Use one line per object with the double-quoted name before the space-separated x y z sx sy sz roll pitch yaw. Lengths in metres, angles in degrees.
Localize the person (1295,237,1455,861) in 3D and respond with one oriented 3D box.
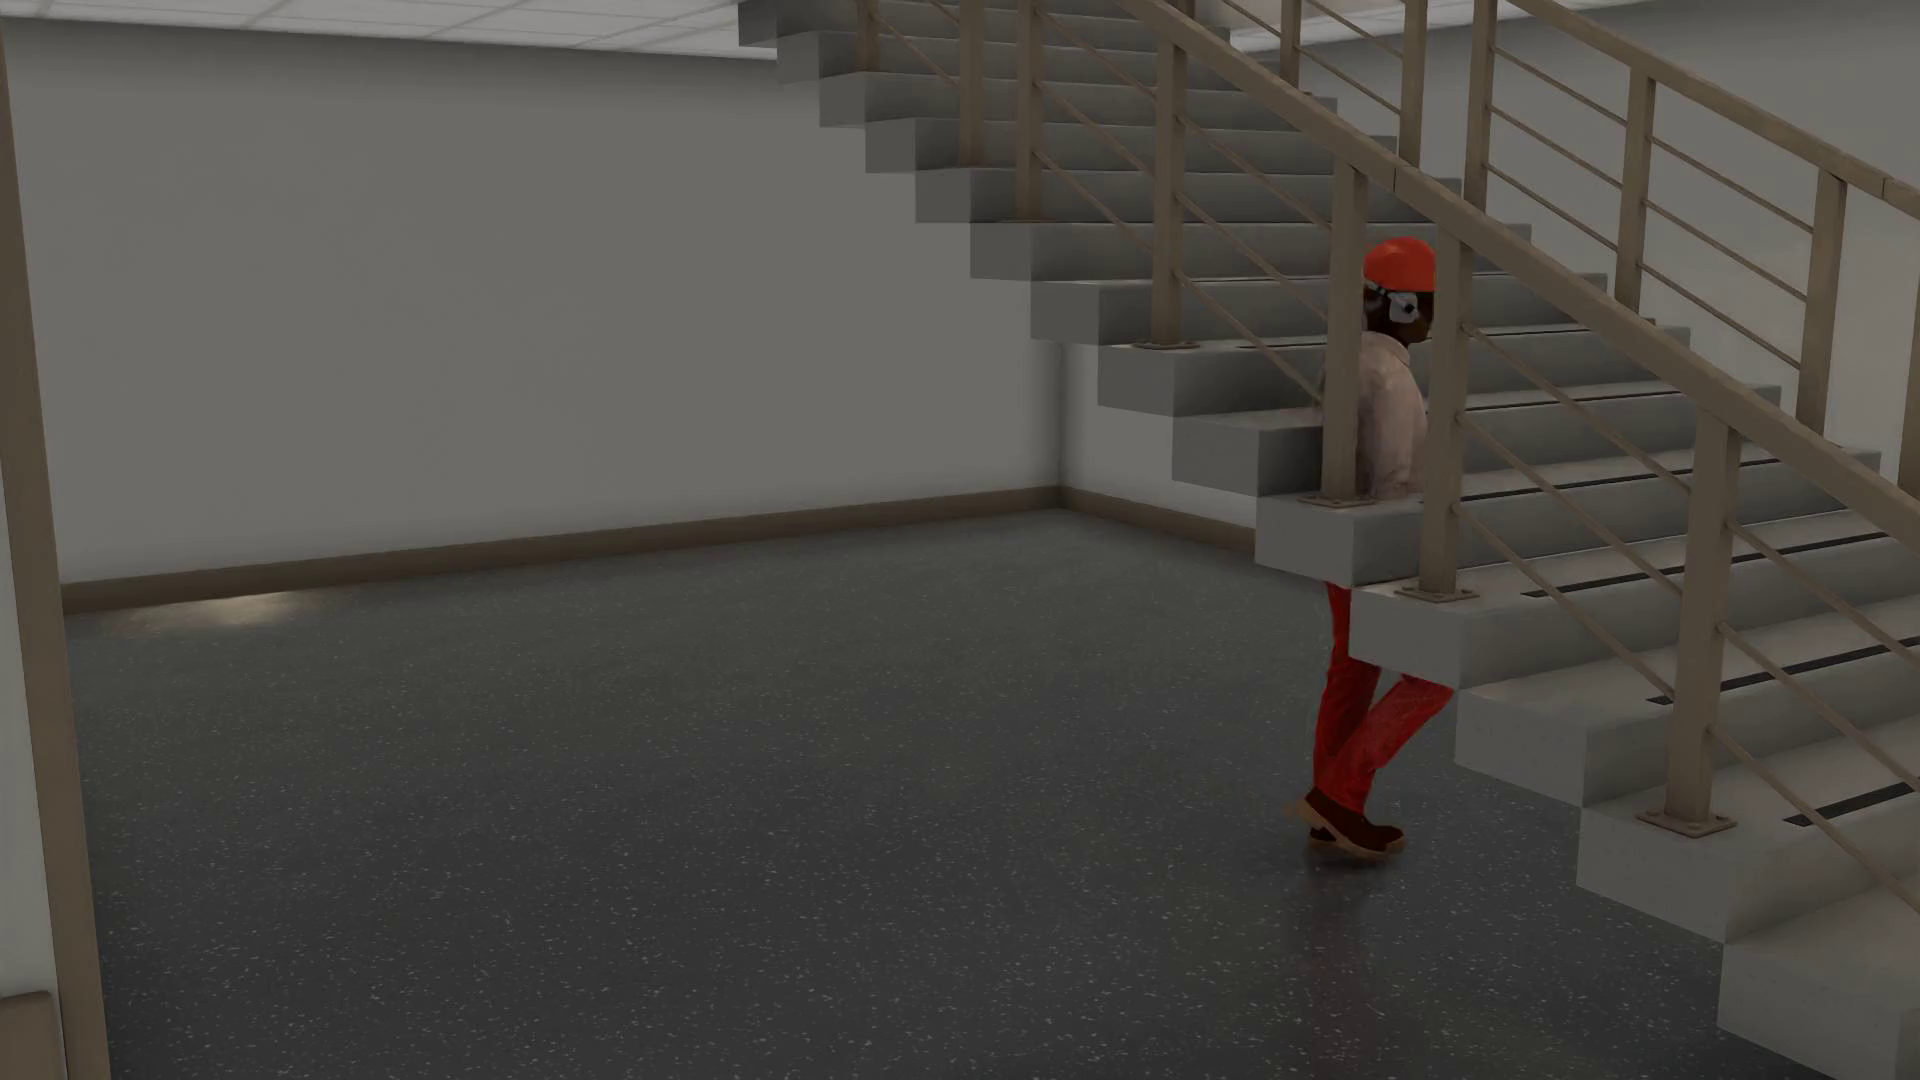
"person" 1.317 0.054 5.213 0.445 1.977 0.639 0 11 -1
